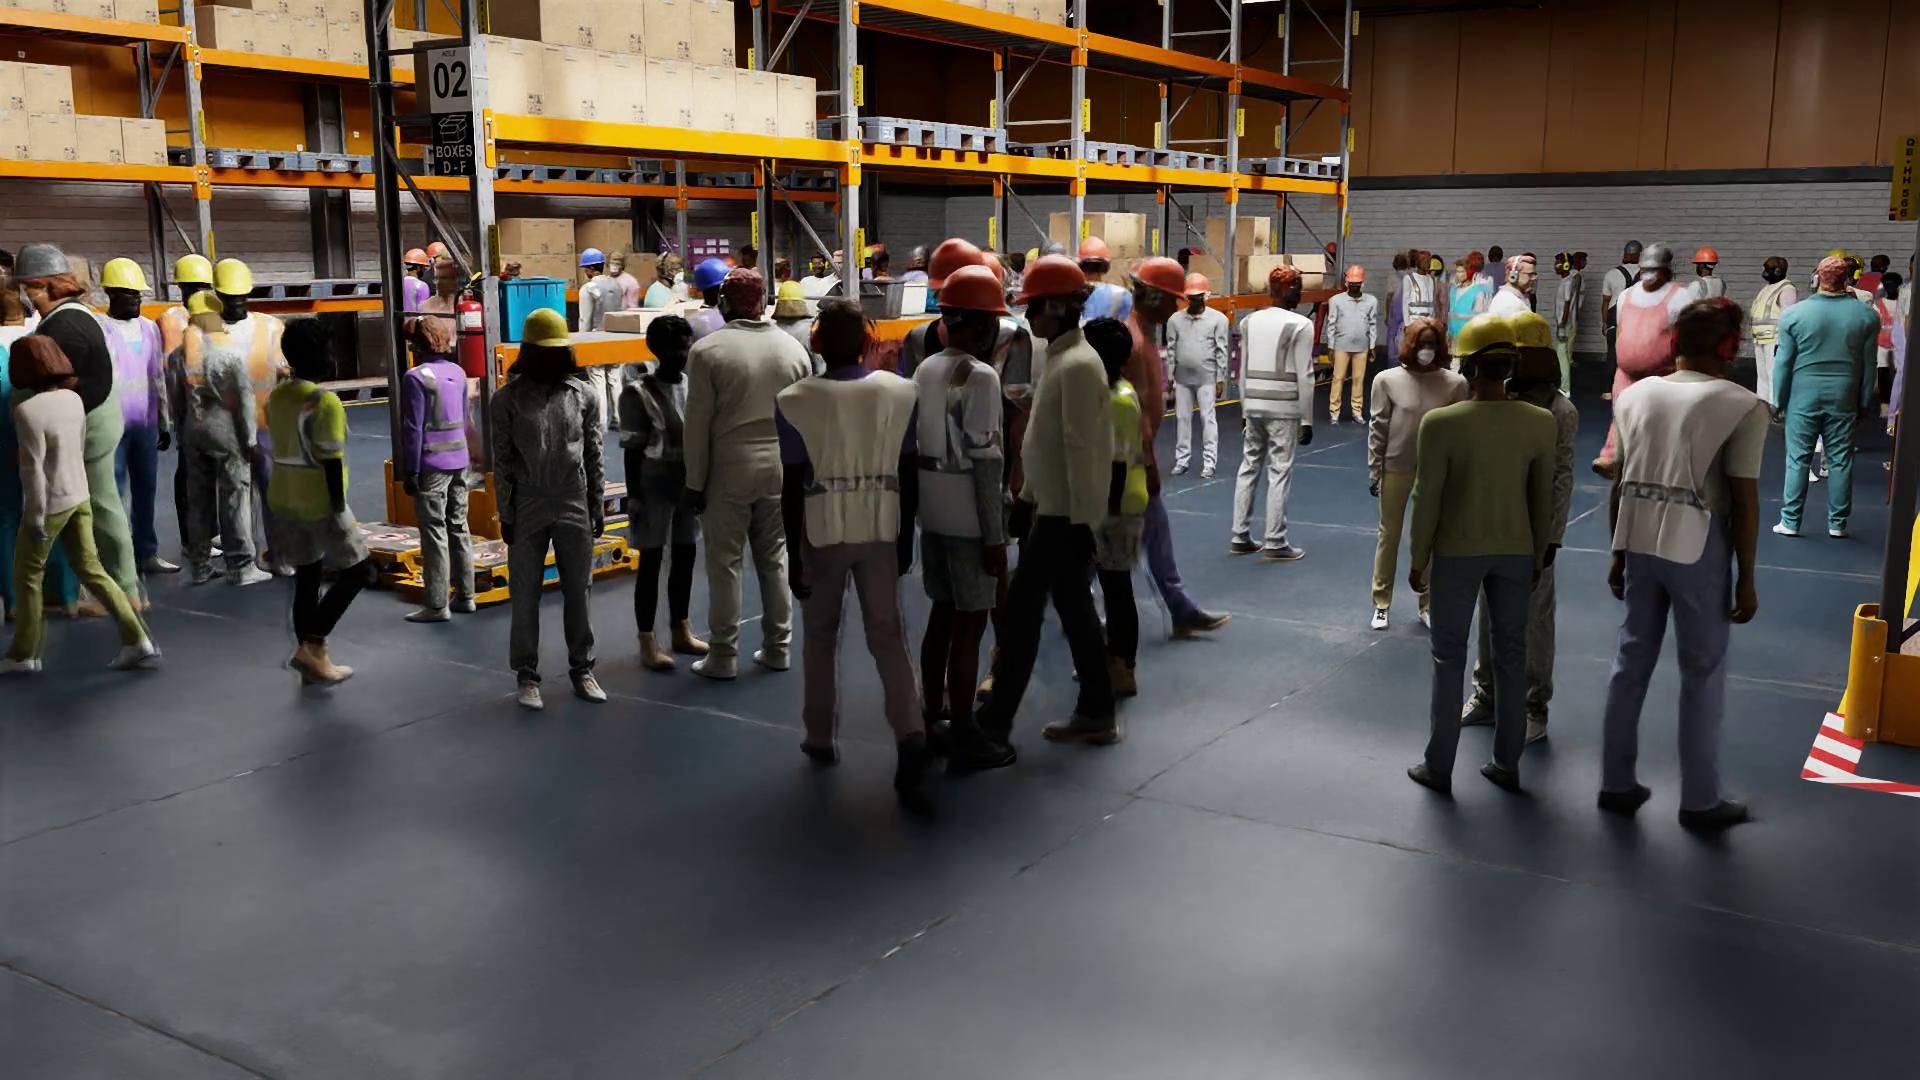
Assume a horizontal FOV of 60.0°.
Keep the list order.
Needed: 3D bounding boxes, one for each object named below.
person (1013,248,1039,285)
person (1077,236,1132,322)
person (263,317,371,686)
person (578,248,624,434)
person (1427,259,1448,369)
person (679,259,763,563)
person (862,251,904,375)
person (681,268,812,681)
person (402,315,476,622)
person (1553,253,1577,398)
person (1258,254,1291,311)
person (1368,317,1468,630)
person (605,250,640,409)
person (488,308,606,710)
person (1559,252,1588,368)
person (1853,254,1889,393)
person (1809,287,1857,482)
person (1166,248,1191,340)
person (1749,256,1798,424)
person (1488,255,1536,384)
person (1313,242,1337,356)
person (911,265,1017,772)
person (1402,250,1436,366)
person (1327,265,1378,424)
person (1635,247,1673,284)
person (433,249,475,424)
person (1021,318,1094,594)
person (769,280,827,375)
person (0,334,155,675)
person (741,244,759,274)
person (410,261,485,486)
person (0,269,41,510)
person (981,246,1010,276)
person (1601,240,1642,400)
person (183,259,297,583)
[{"bbox_3d":[0.872,-2.430,19.408,0.594,1.924,0.382,-9,14,-42],"label":"person"},{"bbox_3d":[1.014,-1.287,12.743,0.608,2.048,0.365,1,10,4],"label":"person"},{"bbox_3d":[-2.900,-0.155,7.488,0.535,1.685,0.357,7,13,35],"label":"person"},{"bbox_3d":[-3.758,-2.070,17.395,0.424,1.933,0.617,6,12,29],"label":"person"},{"bbox_3d":[6.539,-3.000,23.018,0.331,1.768,0.527,-3,11,-14],"label":"person"},{"bbox_3d":[-1.447,-0.770,10.304,0.656,1.914,0.537,-6,12,-30],"label":"person"},{"bbox_3d":[-0.813,-2.100,17.649,0.598,1.908,0.410,-9,14,-42],"label":"person"},{"bbox_3d":[-1.000,-0.303,7.724,0.654,1.896,0.400,-8,13,-38],"label":"person"},{"bbox_3d":[-2.781,-0.381,8.879,0.312,1.631,0.523,3,11,15],"label":"person"},{"bbox_3d":[7.754,-2.752,21.396,0.321,1.860,0.510,4,11,19],"label":"person"},{"bbox_3d":[4.938,-3.599,26.246,0.565,1.804,0.470,-2,10,-8],"label":"person"},{"bbox_3d":[2.366,-0.340,8.643,0.499,1.633,0.289,1,10,3],"label":"person"},{"bbox_3d":[-4.152,-2.549,20.141,0.654,1.907,0.764,5,12,27],"label":"person"},{"bbox_3d":[-1.764,-0.130,7.199,0.484,1.737,0.321,-5,12,-28],"label":"person"},{"bbox_3d":[9.764,-3.666,26.525,0.394,1.835,0.559,2,10,9],"label":"person"},{"bbox_3d":[12.150,-2.876,22.159,0.431,1.835,0.627,-5,12,-27],"label":"person"},{"bbox_3d":[7.323,-1.303,13.972,0.514,1.636,0.315,-3,11,-15],"label":"person"},{"bbox_3d":[3.315,-3.341,24.540,0.598,1.898,0.449,10,14,43],"label":"person"},{"bbox_3d":[8.927,-2.194,18.340,0.430,1.845,0.619,0,10,3],"label":"person"},{"bbox_3d":[4.271,-1.237,12.870,0.399,1.905,0.642,2,10,11],"label":"person"},{"bbox_3d":[6.281,-4.066,28.325,0.617,1.986,0.408,-4,11,-20],"label":"person"},{"bbox_3d":[0.028,-0.081,6.397,0.385,1.929,0.543,-6,12,-28],"label":"person"},{"bbox_3d":[6.068,-2.869,21.964,0.575,1.884,0.355,-7,12,-33],"label":"person"},{"bbox_3d":[4.316,-2.139,18.287,0.564,1.748,0.338,0,10,-2],"label":"person"},{"bbox_3d":[6.960,-1.967,16.795,0.421,1.950,0.624,0,10,-2],"label":"person"},{"bbox_3d":[-5.175,-2.000,16.994,0.363,1.939,0.636,-6,12,-31],"label":"person"},{"bbox_3d":[0.572,-0.599,9.292,0.587,1.920,0.397,3,11,18],"label":"person"},{"bbox_3d":[-1.216,-1.022,12.145,0.520,1.728,0.434,0,10,0],"label":"person"},{"bbox_3d":[-4.193,-0.159,7.749,0.767,1.602,0.507,1,10,3],"label":"person"},{"bbox_3d":[-2.907,-3.186,23.495,0.368,1.962,0.612,2,10,10],"label":"person"},{"bbox_3d":[-4.116,-1.307,13.404,0.637,1.851,1.013,4,11,23],"label":"person"},{"bbox_3d":[-6.251,-0.875,10.852,0.617,1.899,0.824,-5,11,-24],"label":"person"},{"bbox_3d":[0.418,-3.276,24.102,0.626,1.932,0.371,-2,10,-9],"label":"person"},{"bbox_3d":[8.499,-2.797,21.130,0.684,2.000,0.536,3,11,17],"label":"person"},{"bbox_3d":[-4.240,-0.698,9.856,0.595,1.913,0.399,-9,13,-40],"label":"person"}]
